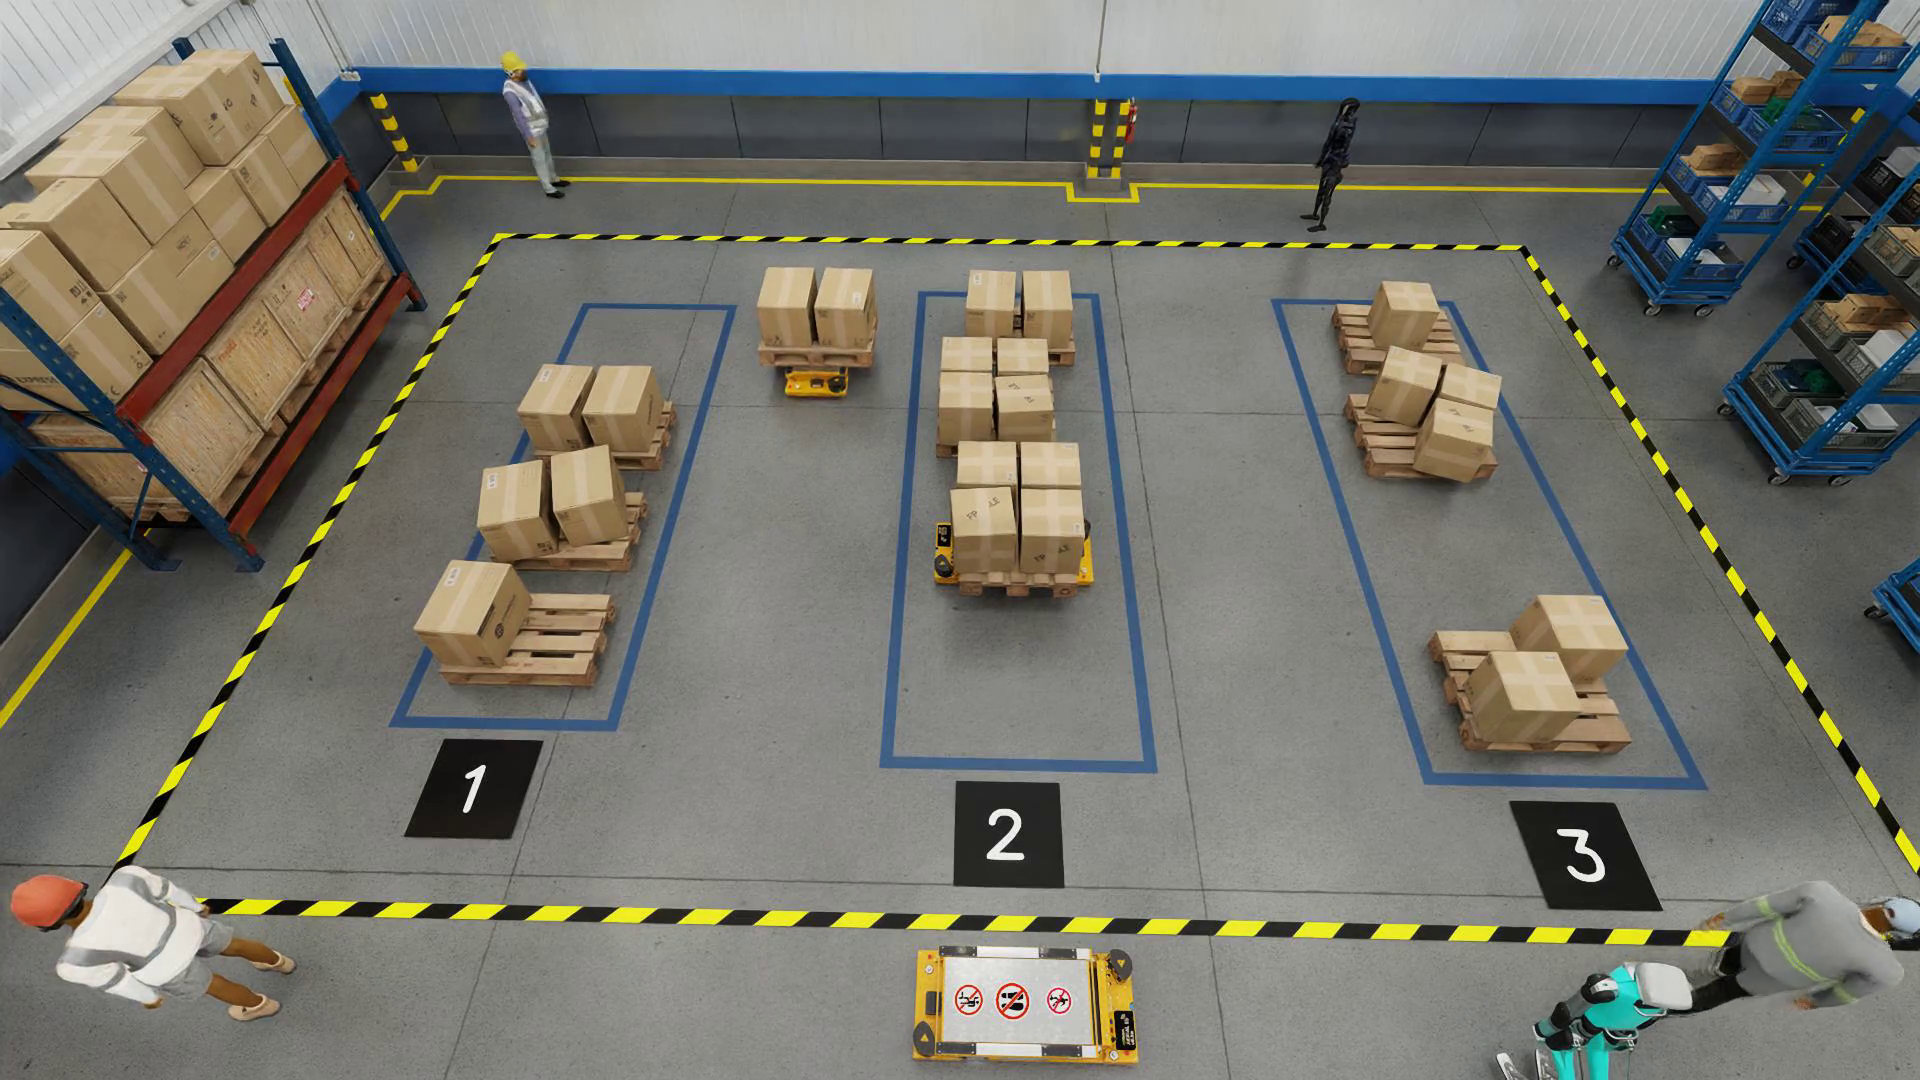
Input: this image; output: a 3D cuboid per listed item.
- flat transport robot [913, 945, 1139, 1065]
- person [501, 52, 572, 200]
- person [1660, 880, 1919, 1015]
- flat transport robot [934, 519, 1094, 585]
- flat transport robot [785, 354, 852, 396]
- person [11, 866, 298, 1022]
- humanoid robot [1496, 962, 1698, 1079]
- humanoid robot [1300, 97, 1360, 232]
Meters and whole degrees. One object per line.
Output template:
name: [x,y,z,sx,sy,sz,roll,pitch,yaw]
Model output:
flat transport robot: [0.422,3.041,6.007,1.431,0.231,0.659,1,51,1]
person: [-5.483,-5.337,11.826,0.404,1.834,0.586,1,51,1]
person: [4.900,2.485,5.472,0.990,1.790,0.624,-8,51,-6]
flat transport robot: [0.490,0.087,8.397,1.431,0.197,0.652,1,51,1]
flat transport robot: [-1.532,-2.151,10.221,0.652,0.197,1.431,1,51,1]
person: [-4.672,2.402,5.384,0.383,2.045,0.604,2,51,1]
humanoid robot: [3.555,2.907,5.082,0.533,1.677,0.735,0,51,0]
humanoid robot: [4.606,-4.638,11.348,0.315,1.657,0.599,-1,51,0]
